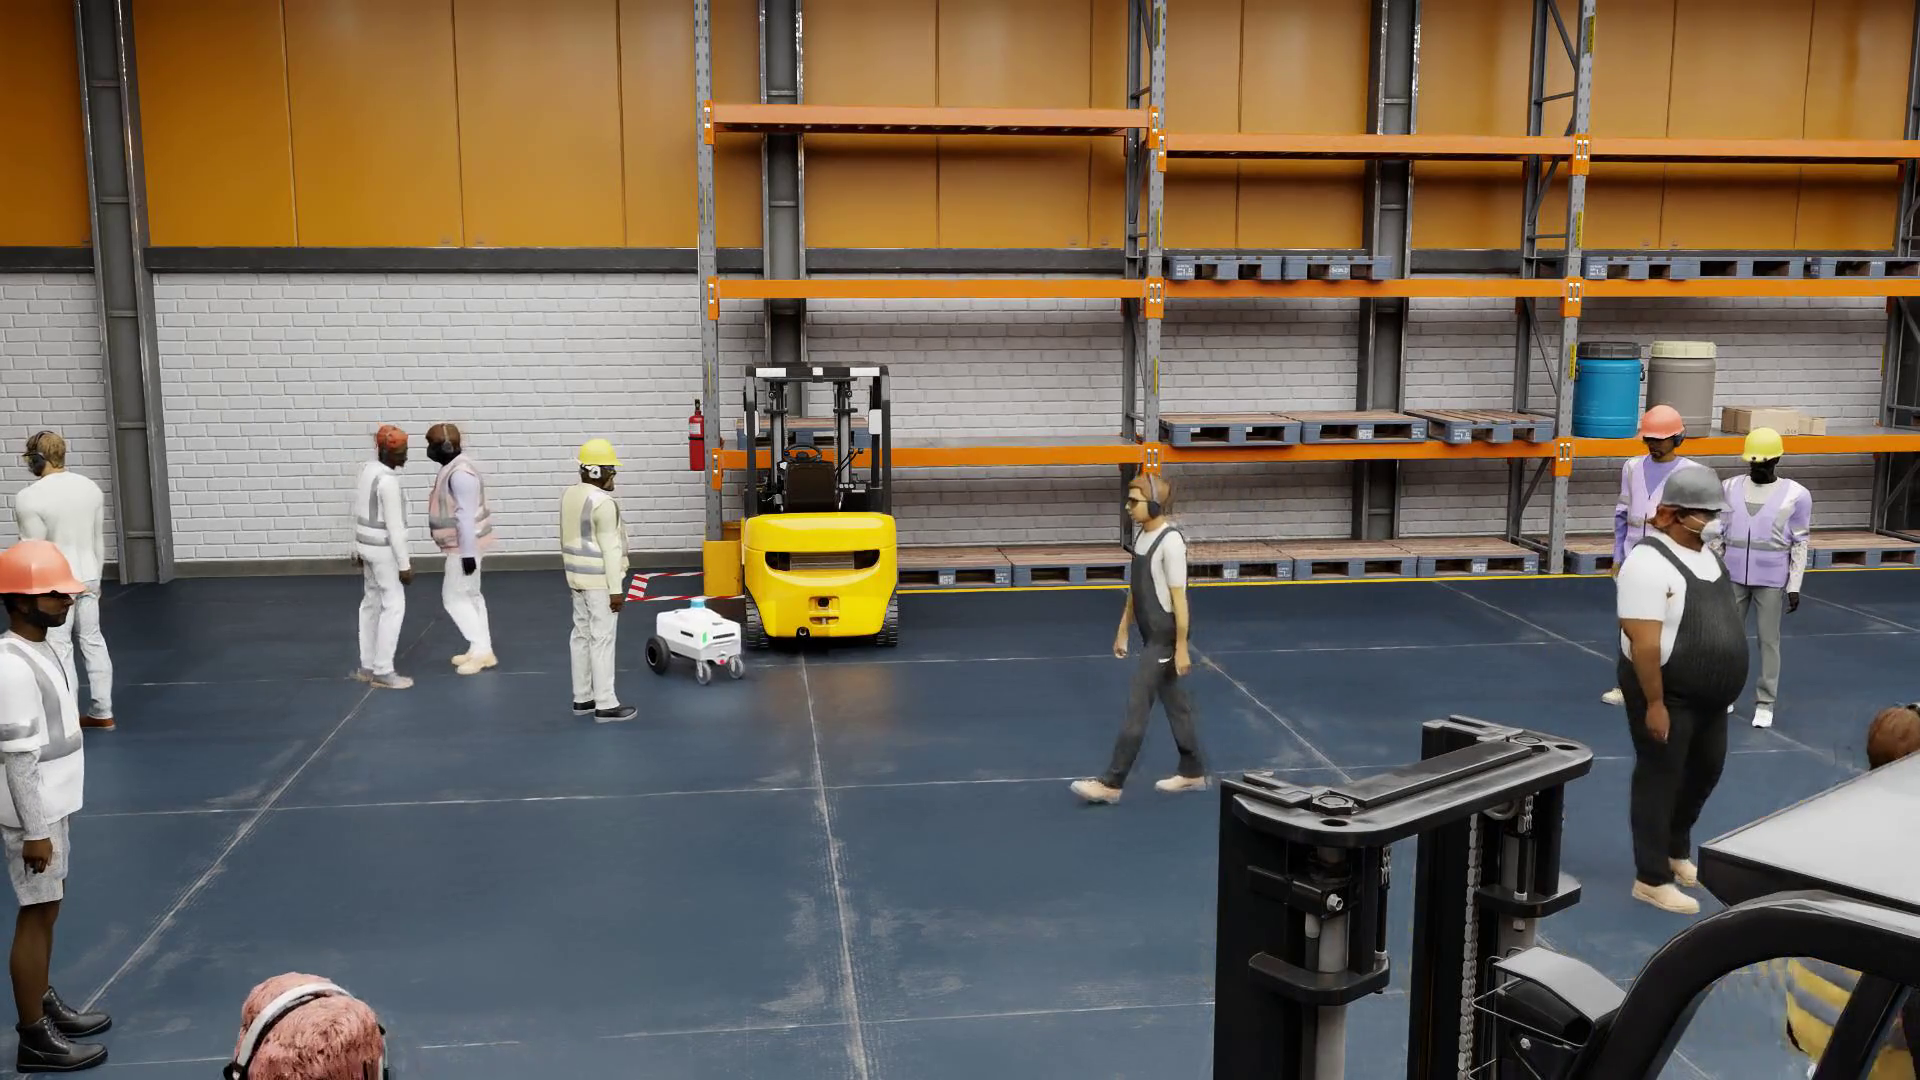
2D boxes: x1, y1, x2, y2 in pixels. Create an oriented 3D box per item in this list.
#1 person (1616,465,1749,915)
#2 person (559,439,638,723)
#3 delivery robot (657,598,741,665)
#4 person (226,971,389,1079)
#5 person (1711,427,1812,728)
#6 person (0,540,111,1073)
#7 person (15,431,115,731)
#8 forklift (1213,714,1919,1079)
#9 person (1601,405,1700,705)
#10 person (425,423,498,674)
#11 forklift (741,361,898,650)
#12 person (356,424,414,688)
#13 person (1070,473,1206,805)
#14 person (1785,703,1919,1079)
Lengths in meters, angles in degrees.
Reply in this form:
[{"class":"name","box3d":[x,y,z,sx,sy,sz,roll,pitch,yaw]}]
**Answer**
[{"class":"person","box3d":[3.300,0.661,7.595,0.695,2.000,0.537,-7,12,-38]},{"class":"person","box3d":[-2.345,0.258,10.771,0.403,1.826,0.595,-8,12,-41]},{"class":"delivery robot","box3d":[-1.876,0.660,11.931,0.477,0.478,0.707,-7,12,-39]},{"class":"person","box3d":[-0.868,1.558,2.462,0.712,1.889,0.655,8,12,42]},{"class":"person","box3d":[5.076,0.234,10.627,0.585,1.922,0.377,9,13,44]},{"class":"person","box3d":[-3.327,0.957,6.072,0.374,1.935,0.552,-4,10,-22]},{"class":"person","box3d":[-5.538,0.287,10.284,0.367,1.932,0.632,2,9,15]},{"class":"forklift","box3d":[1.441,1.425,2.350,1.214,2.155,2.313,-7,12,-39]},{"class":"person","box3d":[4.574,0.125,10.963,0.390,2.035,0.605,-7,12,-38]},{"class":"person","box3d":[-3.633,0.057,12.102,0.436,1.818,0.636,-4,10,-24]},{"class":"forklift","box3d":[-1.154,-0.340,13.365,1.214,2.155,2.313,-1,9,-7]},{"class":"person","box3d":[-4.070,0.105,11.675,0.357,1.862,0.744,-7,11,-36]},{"class":"person","box3d":[0.979,0.538,9.091,0.904,1.801,0.538,-2,9,-11]},{"class":"person","box3d":[2.487,1.310,4.264,0.916,1.804,0.658,2,9,15]}]
